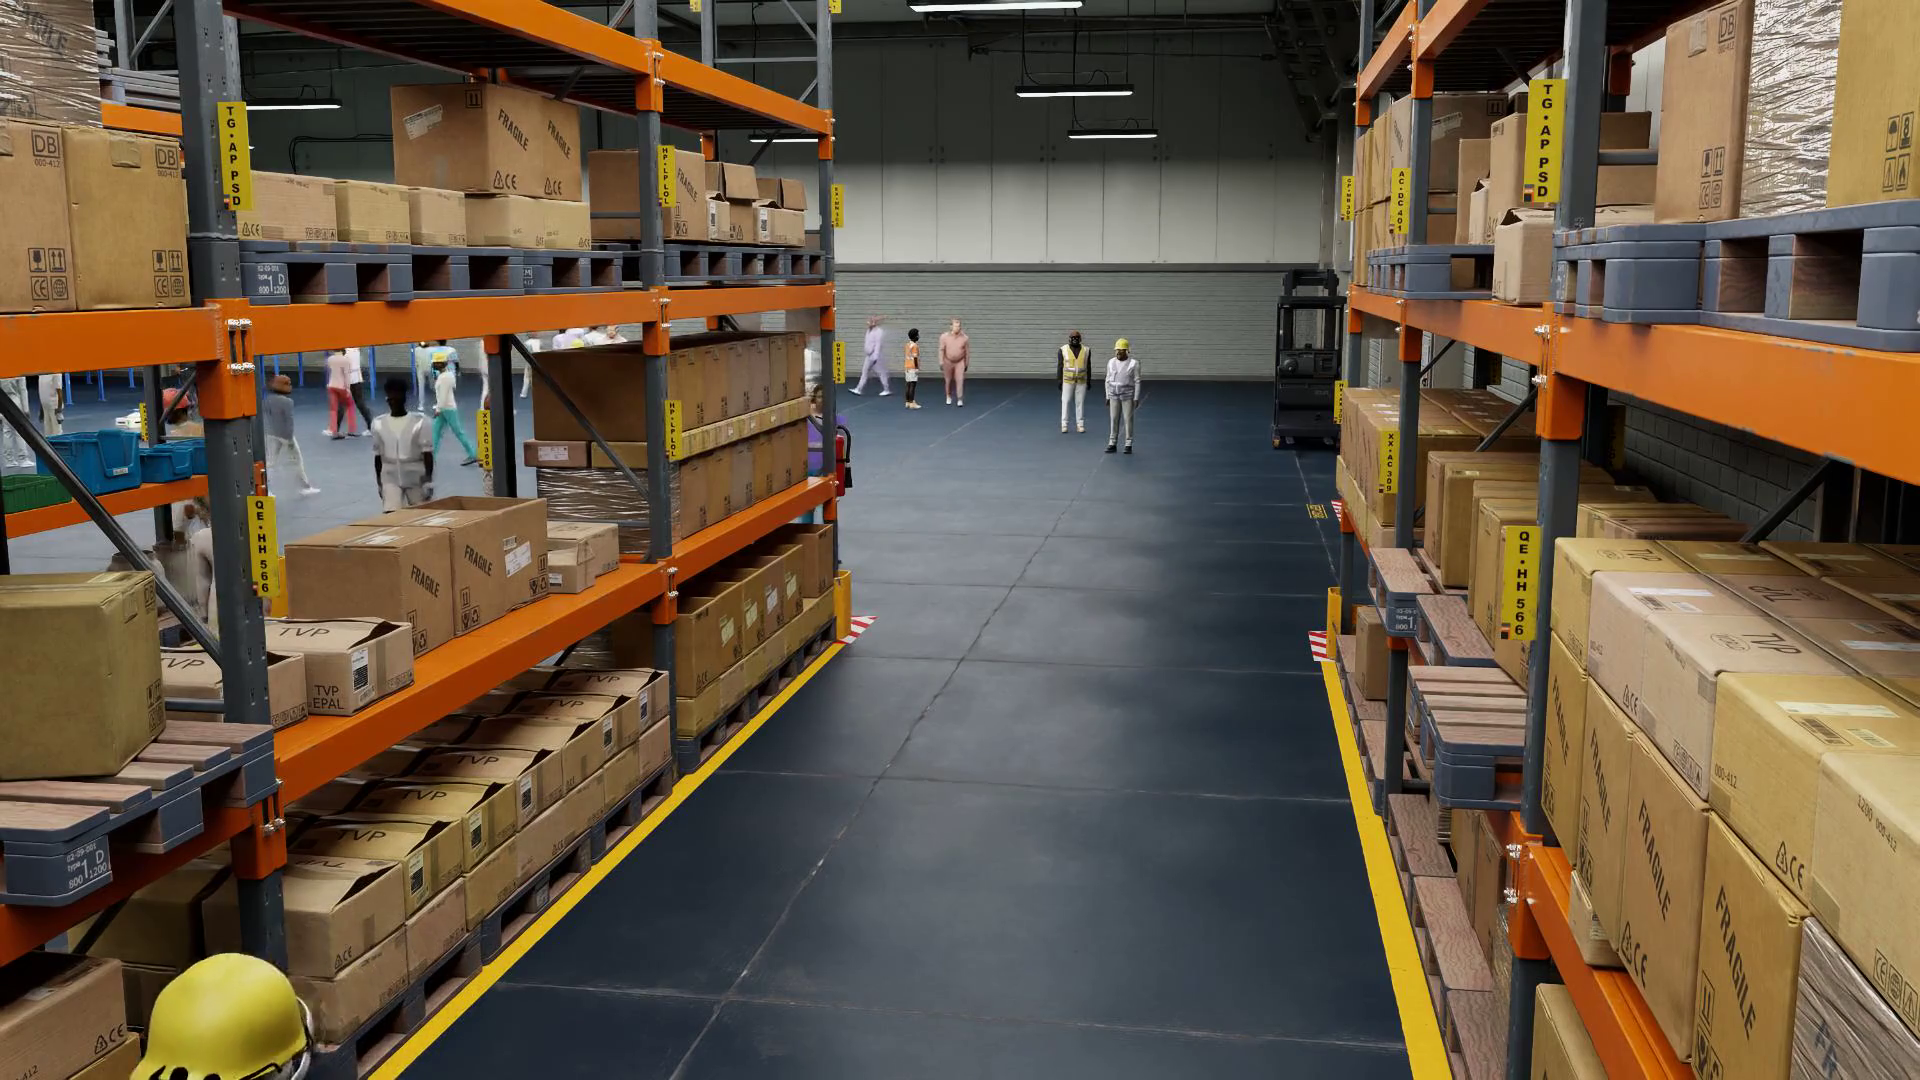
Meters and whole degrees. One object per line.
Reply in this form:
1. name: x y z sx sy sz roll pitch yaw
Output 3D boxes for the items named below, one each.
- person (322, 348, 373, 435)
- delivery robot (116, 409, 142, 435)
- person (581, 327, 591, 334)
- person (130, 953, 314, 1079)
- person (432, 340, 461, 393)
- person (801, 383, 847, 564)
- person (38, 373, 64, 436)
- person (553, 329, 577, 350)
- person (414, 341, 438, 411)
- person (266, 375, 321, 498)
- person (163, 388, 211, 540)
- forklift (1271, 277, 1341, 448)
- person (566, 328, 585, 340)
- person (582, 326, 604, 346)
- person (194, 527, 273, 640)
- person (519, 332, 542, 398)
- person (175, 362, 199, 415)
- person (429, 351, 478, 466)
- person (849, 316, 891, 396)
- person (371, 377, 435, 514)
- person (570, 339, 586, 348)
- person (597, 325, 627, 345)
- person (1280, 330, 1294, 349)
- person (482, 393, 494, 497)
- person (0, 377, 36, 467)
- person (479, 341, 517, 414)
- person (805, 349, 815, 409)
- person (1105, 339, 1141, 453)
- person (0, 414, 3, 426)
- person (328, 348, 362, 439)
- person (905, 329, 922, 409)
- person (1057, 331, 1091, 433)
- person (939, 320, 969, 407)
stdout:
1. person: -10.847 -2.790 29.555 0.985 1.873 0.592 2 9 13
2. delivery robot: -14.154 -2.016 28.648 0.477 0.478 0.707 4 9 23
3. person: -9.080 -4.451 39.759 0.645 1.876 1.027 1 9 8
4. person: -1.180 1.562 2.861 0.593 1.820 0.429 3 10 18
5. person: -10.439 -3.353 33.667 0.541 1.668 0.718 1 9 7
6. person: -1.432 -0.710 16.926 0.573 1.808 0.927 -2 9 -14
7. person: -13.028 -1.855 23.826 0.514 1.866 0.335 6 11 33
8. person: -8.386 -3.757 35.436 0.606 1.902 0.627 9 13 44
9. person: -11.209 -3.538 35.005 0.511 1.596 0.829 1 9 4
10. person: -8.731 -1.336 21.451 0.512 1.589 0.841 6 11 32
11. person: -6.955 -0.417 14.894 0.988 1.871 0.594 1 9 7
12. forklift: 5.847 -3.016 27.970 1.129 2.768 1.873 1 9 9
13. person: -8.985 -4.316 38.749 0.552 1.936 0.359 0 9 -3
14. person: -7.865 -3.837 35.921 0.944 1.908 0.609 6 11 35
15. person: -4.561 0.443 10.447 0.505 1.595 0.854 0 9 0
16. person: -9.750 -4.050 38.172 0.829 1.597 0.512 7 12 38
17. person: -15.748 -3.567 33.949 0.537 2.000 0.682 5 11 29
18. person: -7.709 -1.957 24.893 0.933 1.719 0.538 -6 11 -31
19. person: -2.060 -4.273 38.748 1.010 1.850 0.678 -6 11 -31
20. person: -5.300 -0.607 15.917 0.601 1.937 0.928 -1 9 -5
21. person: -6.508 -2.568 28.534 0.337 1.757 0.518 -5 11 -29
22. person: -6.850 -3.334 32.816 0.639 1.902 0.407 -2 9 -12
23. person: 7.596 -4.258 38.676 0.344 1.847 0.504 -4 10 -25
24. person: -4.917 -0.748 17.664 0.511 1.641 0.308 9 13 42
25. person: -14.124 -1.961 24.862 0.491 1.737 0.327 2 9 12
26. person: -9.265 -3.334 33.048 0.524 1.825 0.875 6 11 33
27. person: -2.719 -2.677 28.977 0.580 1.843 0.963 -8 12 -40
28. person: 2.604 -2.317 26.743 0.590 1.835 0.404 5 11 29
29. person: -18.001 -2.818 30.520 0.671 1.615 0.530 0 9 -1
30. person: -10.768 -2.647 29.050 0.520 1.737 0.671 4 10 21
31. person: -0.998 -3.635 35.290 0.319 1.695 0.539 -3 10 -18
32. person: 2.077 -2.867 30.110 0.627 1.843 0.429 -1 9 -7
33. person: -0.125 -3.850 36.111 0.647 1.869 0.942 0 9 -1
